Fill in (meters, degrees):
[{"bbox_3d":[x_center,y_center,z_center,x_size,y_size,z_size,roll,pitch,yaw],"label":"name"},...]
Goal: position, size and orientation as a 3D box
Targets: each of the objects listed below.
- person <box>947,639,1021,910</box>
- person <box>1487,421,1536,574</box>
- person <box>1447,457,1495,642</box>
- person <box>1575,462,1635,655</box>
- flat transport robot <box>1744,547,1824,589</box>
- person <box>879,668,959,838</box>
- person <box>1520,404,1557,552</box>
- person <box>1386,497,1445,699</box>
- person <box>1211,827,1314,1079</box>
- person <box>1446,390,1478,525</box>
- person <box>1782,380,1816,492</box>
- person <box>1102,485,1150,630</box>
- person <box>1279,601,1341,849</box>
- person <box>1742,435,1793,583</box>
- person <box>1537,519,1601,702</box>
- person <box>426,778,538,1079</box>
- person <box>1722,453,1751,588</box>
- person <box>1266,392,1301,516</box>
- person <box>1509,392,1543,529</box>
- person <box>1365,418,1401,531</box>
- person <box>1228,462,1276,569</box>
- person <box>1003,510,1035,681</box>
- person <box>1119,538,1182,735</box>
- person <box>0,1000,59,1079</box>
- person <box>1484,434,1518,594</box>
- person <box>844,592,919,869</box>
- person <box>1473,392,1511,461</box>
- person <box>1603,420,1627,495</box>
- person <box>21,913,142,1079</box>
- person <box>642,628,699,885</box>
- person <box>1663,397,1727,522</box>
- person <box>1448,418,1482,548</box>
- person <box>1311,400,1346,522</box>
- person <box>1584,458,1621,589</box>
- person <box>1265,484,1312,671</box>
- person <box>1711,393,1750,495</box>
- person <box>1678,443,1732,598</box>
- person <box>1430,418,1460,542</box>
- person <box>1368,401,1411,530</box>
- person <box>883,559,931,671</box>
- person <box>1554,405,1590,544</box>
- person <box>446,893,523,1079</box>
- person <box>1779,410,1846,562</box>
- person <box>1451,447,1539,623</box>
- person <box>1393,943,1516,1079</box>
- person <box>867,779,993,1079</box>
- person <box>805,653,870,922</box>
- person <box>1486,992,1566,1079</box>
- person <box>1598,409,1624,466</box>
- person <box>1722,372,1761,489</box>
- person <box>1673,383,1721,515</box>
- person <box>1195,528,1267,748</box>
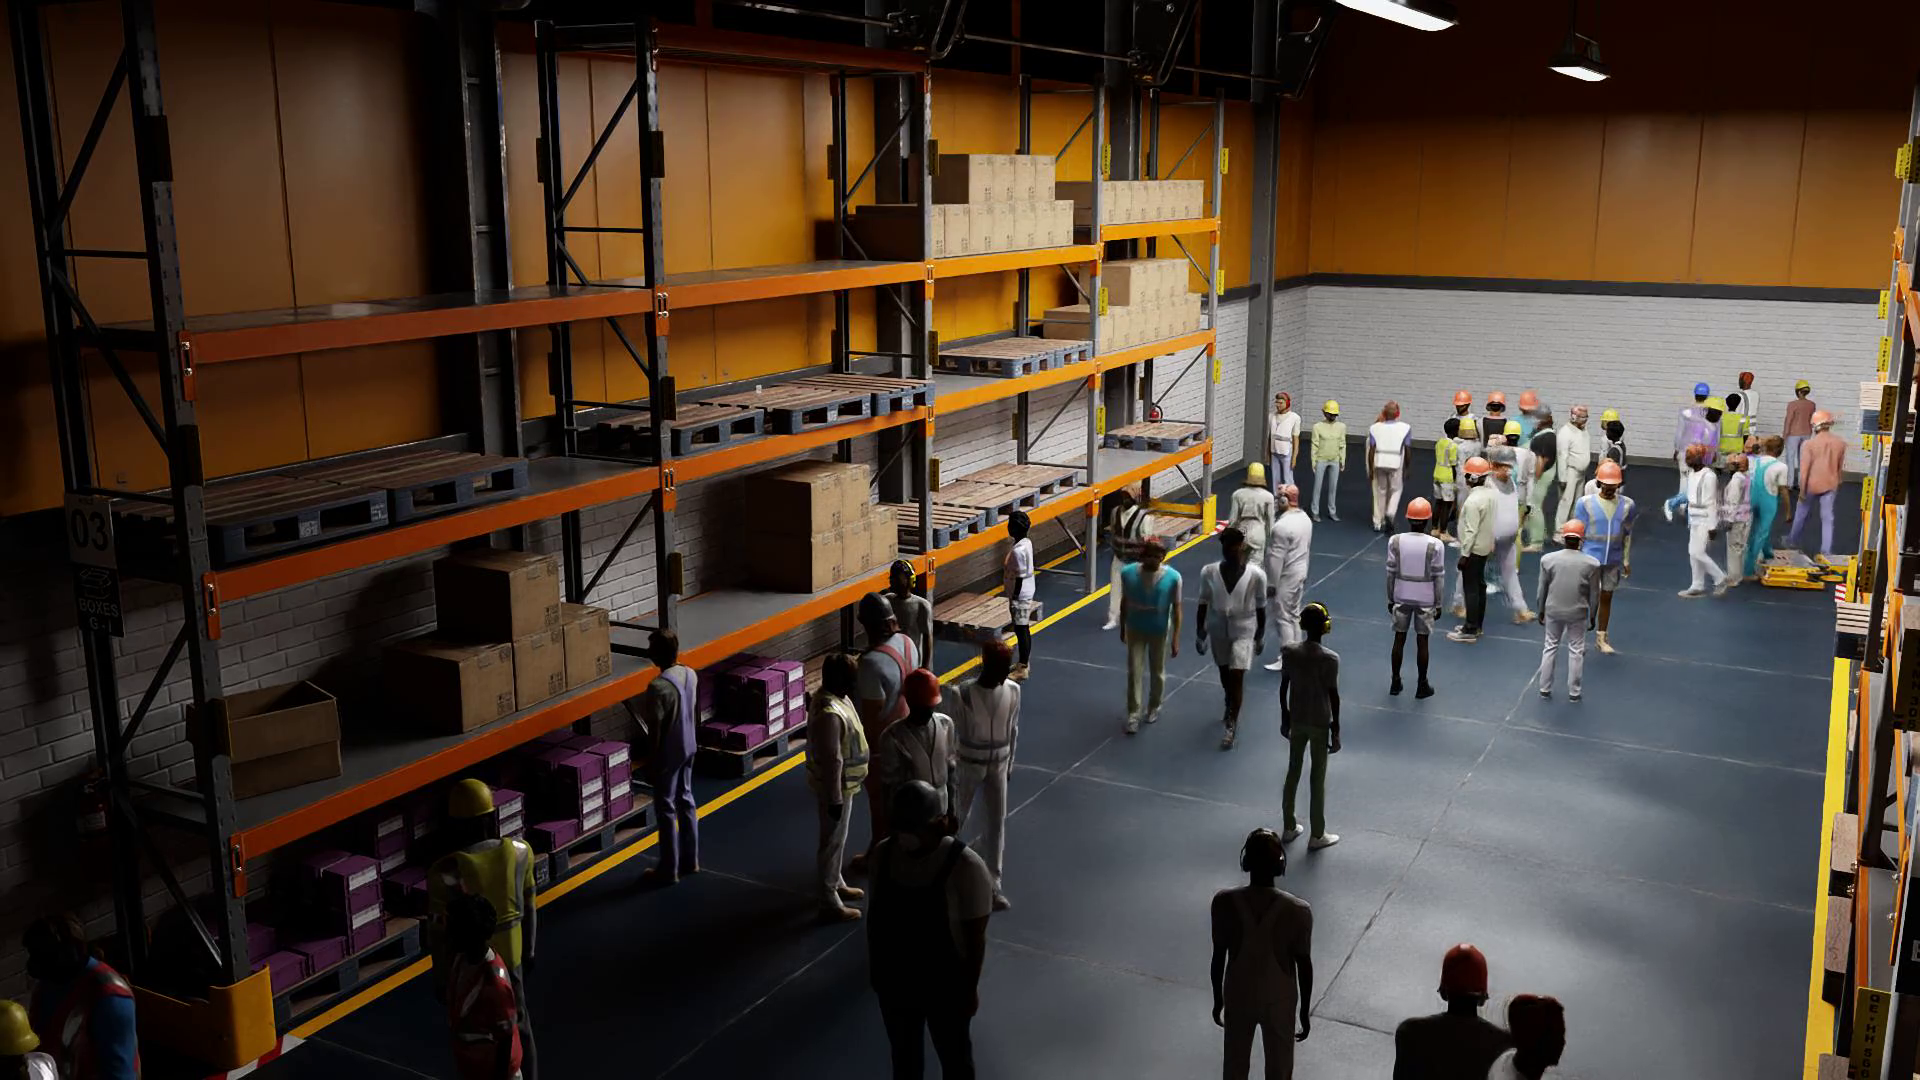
[{"bbox_3d":[0.123,1.562,11.582,0.603,1.842,0.894,-5,13,-21],"label":"person"},{"bbox_3d":[6.840,-0.527,20.746,0.587,1.920,0.397,3,13,13],"label":"person"},{"bbox_3d":[5.479,0.098,17.772,0.377,1.995,0.608,8,15,32],"label":"person"},{"bbox_3d":[6.653,0.197,17.221,0.611,2.042,0.395,0,13,2],"label":"person"},{"bbox_3d":[10.204,0.330,20.626,0.652,0.197,1.431,3,13,15],"label":"flat transport robot"},{"bbox_3d":[-0.241,1.740,10.586,0.541,1.931,0.376,-9,15,-34],"label":"person"},{"bbox_3d":[7.595,-0.874,22.022,0.535,2.000,0.844,3,13,13],"label":"person"},{"bbox_3d":[4.337,0.551,15.867,0.545,1.942,0.352,7,14,28],"label":"person"},{"bbox_3d":[1.487,2.302,8.243,0.508,1.847,0.345,4,13,17],"label":"person"},{"bbox_3d":[7.096,-1.171,23.615,0.386,1.929,0.543,-9,15,-34],"label":"person"},{"bbox_3d":[13.122,-1.632,26.061,0.534,1.756,0.341,-3,13,-15],"label":"person"},{"bbox_3d":[1.908,0.160,18.400,0.522,1.607,0.814,9,15,35],"label":"person"},{"bbox_3d":[2.615,1.364,12.375,0.526,1.876,0.324,11,17,41],"label":"person"},{"bbox_3d":[9.960,-0.385,20.362,0.921,1.807,0.528,-4,13,-17],"label":"person"},{"bbox_3d":[5.774,0.664,15.803,0.565,1.745,0.349,7,14,28],"label":"person"},{"bbox_3d":[-2.485,2.172,8.680,0.582,1.917,0.405,-12,17,-42],"label":"person"},{"bbox_3d":[9.375,-0.243,20.110,0.311,1.636,0.523,10,16,37],"label":"person"},{"bbox_3d":[4.680,-1.226,24.059,0.388,1.838,0.563,-9,16,-36],"label":"person"},{"bbox_3d":[7.940,-1.098,23.214,0.633,1.954,0.592,5,14,23],"label":"person"},{"bbox_3d":[5.938,-0.940,23.364,0.505,1.578,0.904,3,13,12],"label":"person"},{"bbox_3d":[3.315,-0.020,18.941,0.512,1.702,0.526,6,14,23],"label":"person"},{"bbox_3d":[0.581,0.542,16.458,0.316,1.696,0.540,2,13,8],"label":"person"},{"bbox_3d":[1.684,0.846,14.875,0.584,1.794,0.908,3,13,15],"label":"person"},{"bbox_3d":[-3.767,2.675,6.621,0.403,1.826,0.592,5,13,21],"label":"person"},{"bbox_3d":[6.345,-0.317,19.829,0.408,1.907,0.651,-1,13,-5],"label":"person"},{"bbox_3d":[-0.603,1.360,12.020,0.537,2.000,0.675,6,14,24],"label":"person"},{"bbox_3d":[7.238,-1.008,22.658,0.613,2.031,0.410,4,13,16],"label":"person"},{"bbox_3d":[8.774,-0.765,22.328,0.321,1.694,0.535,8,15,30],"label":"person"},{"bbox_3d":[-3.869,2.506,7.378,0.632,1.835,0.432,9,15,34],"label":"person"},{"bbox_3d":[-2.042,1.522,11.768,0.355,1.834,0.524,6,14,26],"label":"person"},{"bbox_3d":[10.278,-1.065,23.203,0.653,1.887,0.644,-12,17,-42],"label":"person"},{"bbox_3d":[6.745,-0.764,22.211,0.488,1.738,0.322,-10,16,-39],"label":"person"},{"bbox_3d":[5.265,-1.125,23.781,0.525,1.761,0.340,-2,13,-10],"label":"person"},{"bbox_3d":[7.641,-0.178,19.824,0.507,1.631,0.280,-4,13,-18],"label":"person"},{"bbox_3d":[3.283,0.374,16.774,0.398,1.894,0.653,8,15,32],"label":"person"},{"bbox_3d":[11.532,-1.355,24.953,0.540,1.695,0.317,6,14,24],"label":"person"},{"bbox_3d":[8.716,-0.214,19.471,0.554,1.860,0.592,1,13,3],"label":"person"},{"bbox_3d":[6.608,-0.818,22.569,0.318,1.691,0.537,-2,13,-10],"label":"person"},{"bbox_3d":[5.965,-1.020,23.146,0.576,1.833,0.604,5,14,23],"label":"person"},{"bbox_3d":[-0.479,1.071,13.710,0.508,1.868,0.329,7,14,27],"label":"person"},{"bbox_3d":[8.255,-0.879,22.388,0.654,1.894,0.401,-12,17,-42],"label":"person"},{"bbox_3d":[-2.240,2.465,7.848,0.318,1.695,0.539,-8,15,-32],"label":"person"},{"bbox_3d":[11.058,-0.713,21.509,0.613,1.940,0.988,0,13,0],"label":"person"},{"bbox_3d":[5.949,-0.070,18.422,0.691,2.000,1.048,-7,15,-30],"label":"person"},{"bbox_3d":[2.150,2.577,7.212,0.563,1.755,0.320,4,13,16],"label":"person"},{"bbox_3d":[-0.205,2.168,8.402,0.683,2.000,0.535,7,14,28],"label":"person"},{"bbox_3d":[-0.819,1.647,11.205,0.428,1.835,0.626,0,13,-2],"label":"person"},{"bbox_3d":[2.195,2.683,6.505,0.573,1.856,0.689,5,14,22],"label":"person"},{"bbox_3d":[8.963,-0.944,23.031,0.484,1.738,0.320,-10,16,-37],"label":"person"},{"bbox_3d":[12.297,-1.702,26.114,0.568,1.878,0.350,-8,15,-32],"label":"person"},{"bbox_3d":[10.725,-1.321,24.231,0.618,1.945,0.394,3,13,11],"label":"person"},{"bbox_3d":[2.402,0.811,14.793,0.602,1.906,1.035,5,14,22],"label":"person"}]
